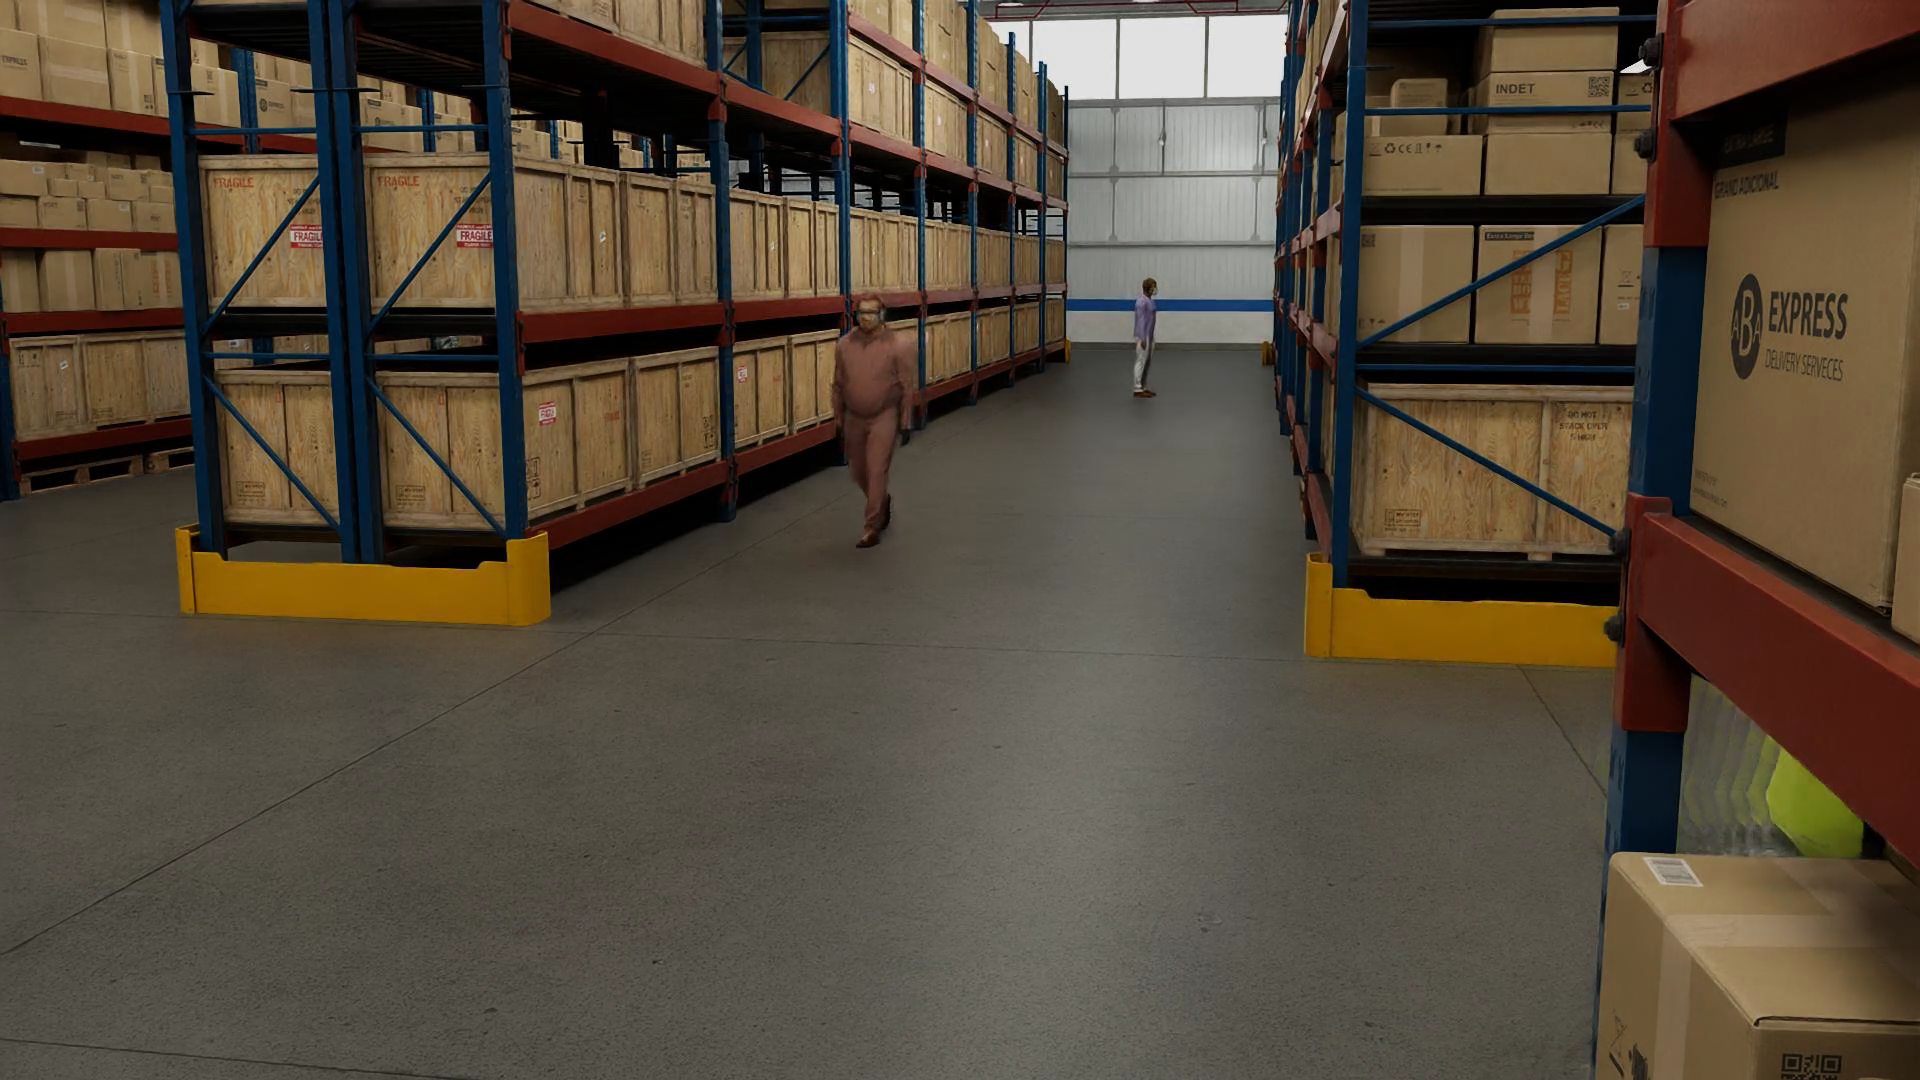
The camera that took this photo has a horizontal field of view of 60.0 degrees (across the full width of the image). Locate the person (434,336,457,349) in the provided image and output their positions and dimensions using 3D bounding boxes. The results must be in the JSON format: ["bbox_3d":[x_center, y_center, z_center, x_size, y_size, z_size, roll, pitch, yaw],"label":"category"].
[{"bbox_3d":[-6.655,-2.301,21.565,0.414,1.734,0.557,-7,12,-39],"label":"person"}]

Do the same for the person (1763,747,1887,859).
[{"bbox_3d":[2.020,0.625,3.510,0.709,1.668,0.557,2,9,10],"label":"person"}]

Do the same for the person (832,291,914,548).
[{"bbox_3d":[-0.640,-0.912,12.432,0.650,1.885,0.747,4,10,22],"label":"person"}]

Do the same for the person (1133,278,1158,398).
[{"bbox_3d":[2.998,-3.257,26.851,0.368,1.930,0.629,4,10,22],"label":"person"}]
